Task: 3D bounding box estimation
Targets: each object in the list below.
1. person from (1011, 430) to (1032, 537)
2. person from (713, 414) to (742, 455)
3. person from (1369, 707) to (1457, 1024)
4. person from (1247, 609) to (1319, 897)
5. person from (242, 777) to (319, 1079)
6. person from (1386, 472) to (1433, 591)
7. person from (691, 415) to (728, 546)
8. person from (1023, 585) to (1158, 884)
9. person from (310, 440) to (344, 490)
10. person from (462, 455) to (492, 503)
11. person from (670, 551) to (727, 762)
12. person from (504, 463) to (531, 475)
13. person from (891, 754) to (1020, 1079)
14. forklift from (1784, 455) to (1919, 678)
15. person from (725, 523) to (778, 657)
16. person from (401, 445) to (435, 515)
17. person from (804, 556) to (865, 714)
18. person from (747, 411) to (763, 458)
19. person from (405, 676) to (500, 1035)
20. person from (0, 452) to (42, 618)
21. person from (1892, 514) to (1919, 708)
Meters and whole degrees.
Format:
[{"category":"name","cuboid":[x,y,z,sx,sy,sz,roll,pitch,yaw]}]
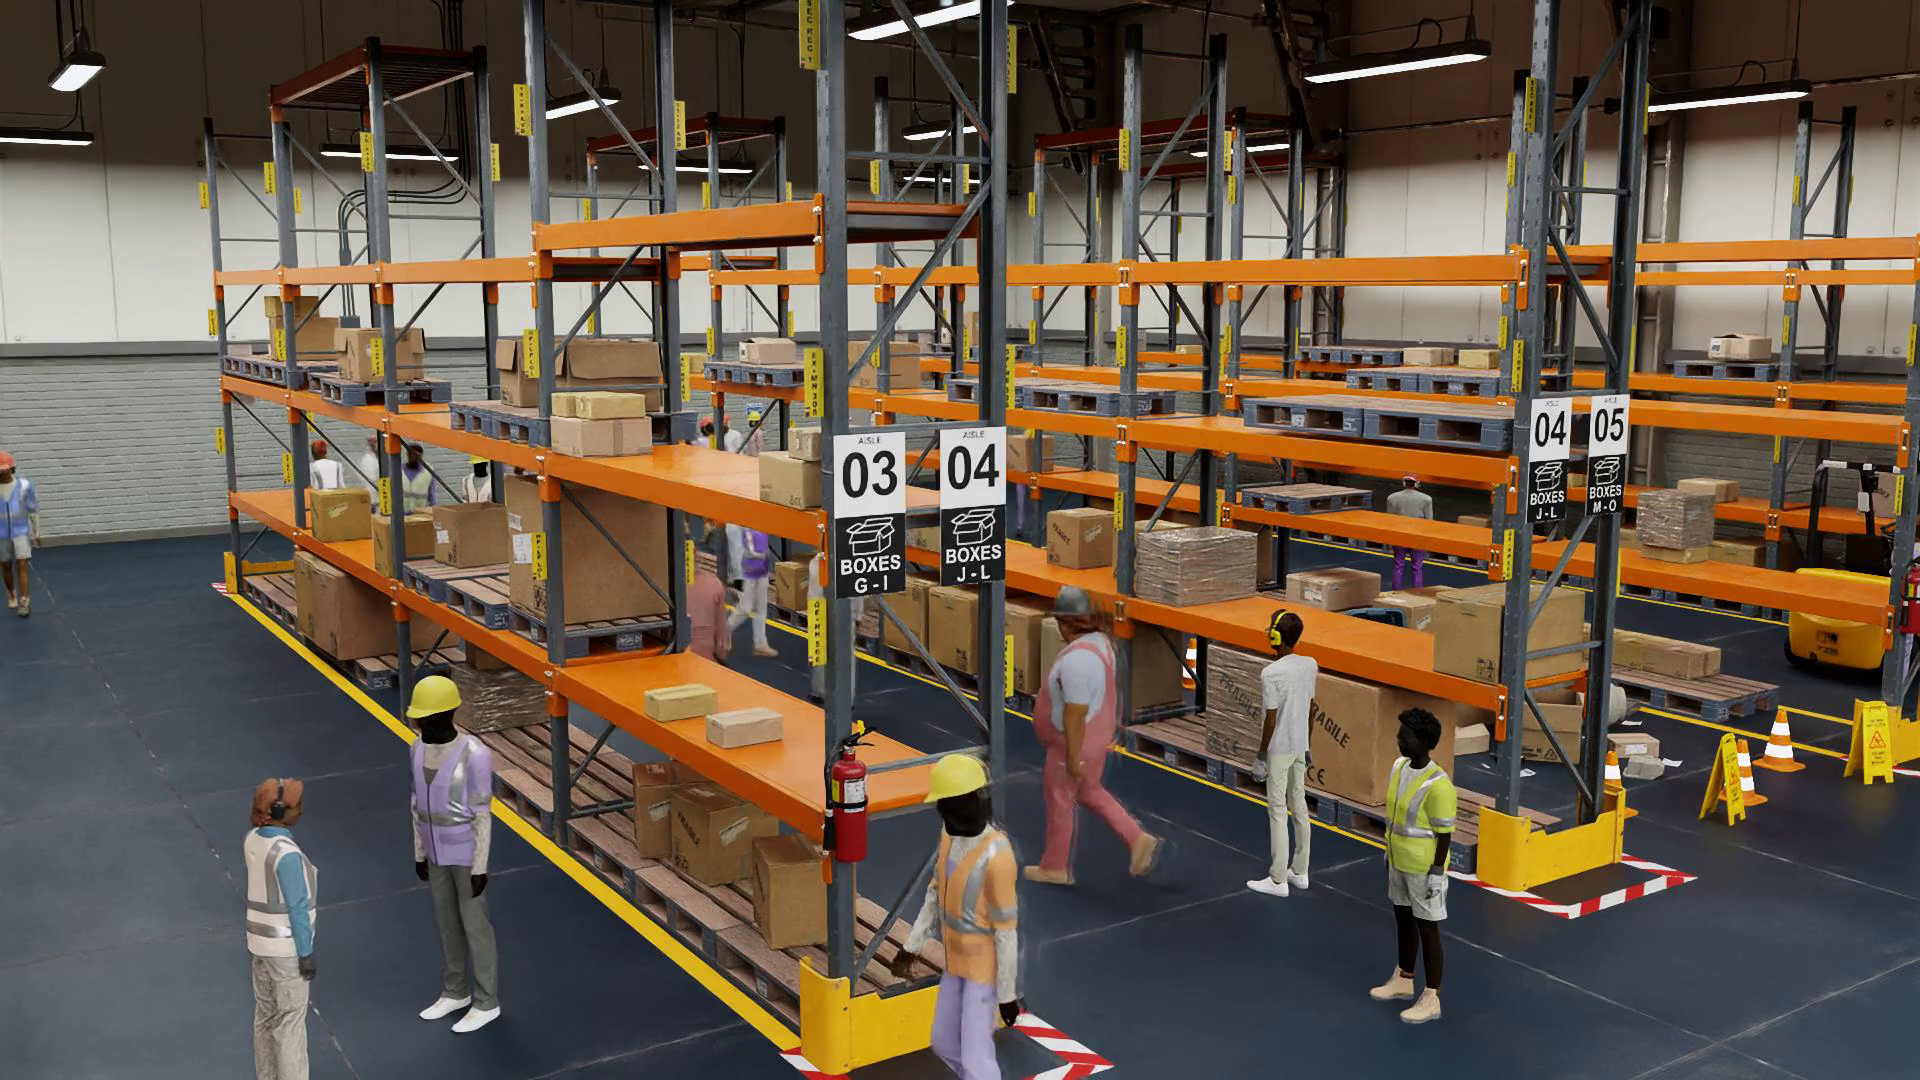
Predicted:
[{"category":"person","cuboid":[1.053,-0.898,26.411,0.549,1.714,0.910,2,9,12]},{"category":"person","cuboid":[-4.181,-1.382,29.577,0.589,1.731,0.477,1,9,9]},{"category":"person","cuboid":[2.446,1.734,8.953,0.315,1.695,0.541,-2,9,-16]},{"category":"person","cuboid":[2.091,1.372,10.786,0.521,1.874,0.327,-7,11,-38]},{"category":"person","cuboid":[-3.201,1.927,7.868,0.512,1.639,0.311,8,12,44]},{"category":"person","cuboid":[5.542,-0.032,20.529,0.573,1.749,0.342,3,9,20]},{"category":"person","cuboid":[-3.836,-0.887,25.392,0.667,2.006,0.616,-5,10,-29]},{"category":"person","cuboid":[0.849,1.272,10.891,0.776,2.000,0.683,4,9,25]},{"category":"person","cuboid":[-8.720,-0.447,22.903,0.431,1.875,0.601,5,10,29]},{"category":"person","cuboid":[-6.039,-0.202,21.083,0.585,1.928,0.379,2,9,11]},{"category":"person","cuboid":[-2.224,0.941,13.571,0.668,1.893,0.500,-5,10,-29]},{"category":"person","cuboid":[-6.837,-0.733,25.640,0.505,1.620,0.434,2,9,12]},{"category":"person","cuboid":[0.049,1.871,7.387,0.582,1.893,0.597,-3,9,-21]},{"category":"forklift","cuboid":[9.643,0.253,17.172,2.313,2.155,1.214,-6,10,-33]},{"category":"person","cuboid":[-2.252,0.349,17.734,0.590,1.828,0.645,5,10,28]},{"category":"person","cuboid":[-7.364,-0.342,22.274,0.677,1.861,1.020,-2,9,-12]},{"category":"person","cuboid":[-1.205,0.695,15.504,0.616,1.803,0.743,-5,10,-30]},{"category":"person","cuboid":[-3.647,-1.416,29.696,0.304,1.772,0.525,-3,9,-22]},{"category":"person","cuboid":[-2.703,1.650,8.806,0.581,1.918,0.410,5,10,32]},{"category":"person","cuboid":[-11.514,-0.090,20.156,0.633,1.991,1.066,-4,10,-27]},{"category":"person","cuboid":[8.957,0.667,15.569,0.508,1.846,0.345,2,9,14]}]
